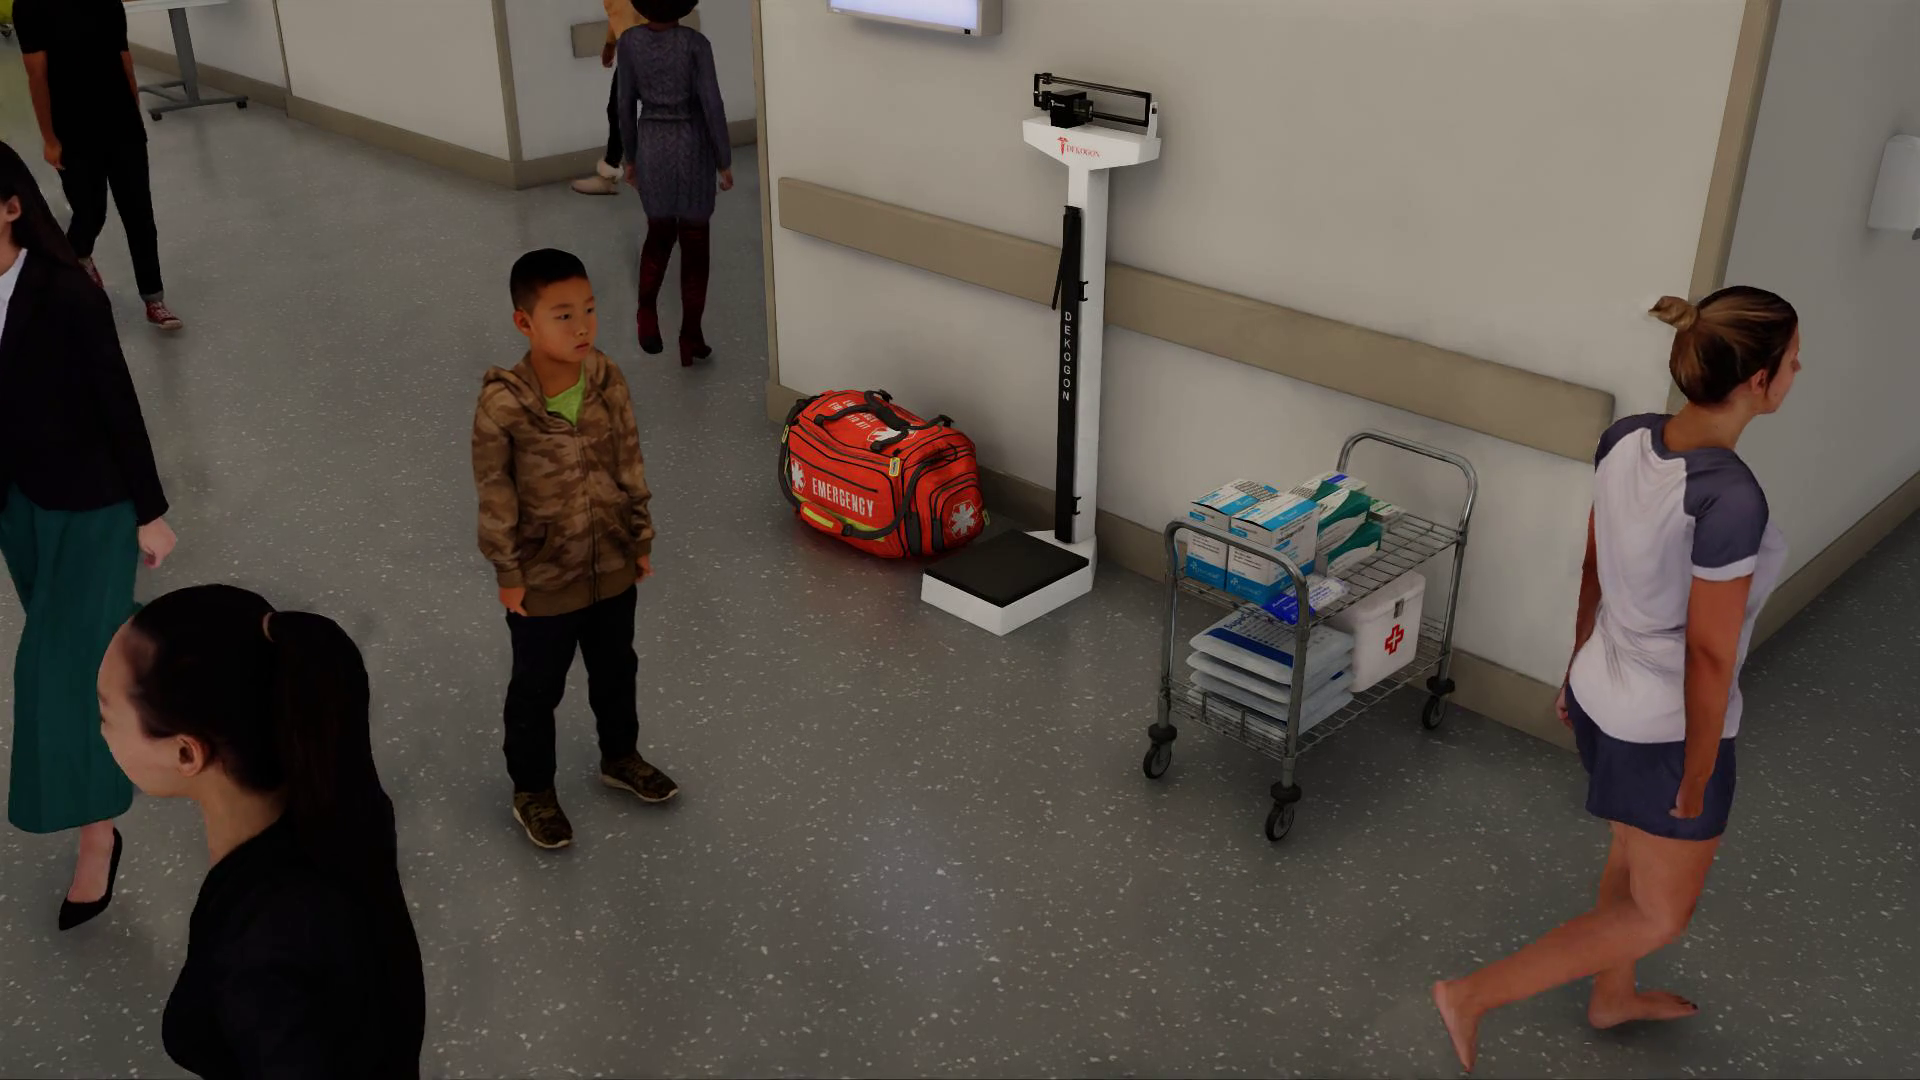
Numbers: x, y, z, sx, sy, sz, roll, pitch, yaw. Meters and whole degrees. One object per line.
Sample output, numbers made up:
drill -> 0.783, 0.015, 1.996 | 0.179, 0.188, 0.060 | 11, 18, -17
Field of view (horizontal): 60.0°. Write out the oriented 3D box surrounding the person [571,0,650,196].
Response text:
person -> -1.781, -2.805, 9.555 | 0.908, 1.633, 0.969 | -9, 27, -17

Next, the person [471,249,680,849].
person -> -0.928, 0.027, 3.892 | 0.588, 1.450, 0.552 | -21, 33, -37

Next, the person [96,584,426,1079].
person -> -0.650, 0.807, 2.005 | 1.056, 1.685, 1.033 | -2, 26, -3

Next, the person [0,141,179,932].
person -> -1.966, -0.049, 3.754 | 1.120, 1.706, 1.077 | 5, 26, 9

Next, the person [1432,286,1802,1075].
person -> 1.207, 0.338, 3.071 | 0.917, 1.603, 0.908 | -4, 26, -9

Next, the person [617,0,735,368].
person -> -1.186, -1.494, 6.760 | 0.783, 1.700, 0.820 | 6, 26, 13

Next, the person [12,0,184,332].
person -> -3.871, -1.813, 7.375 | 1.011, 1.739, 0.623 | 22, 33, 38
